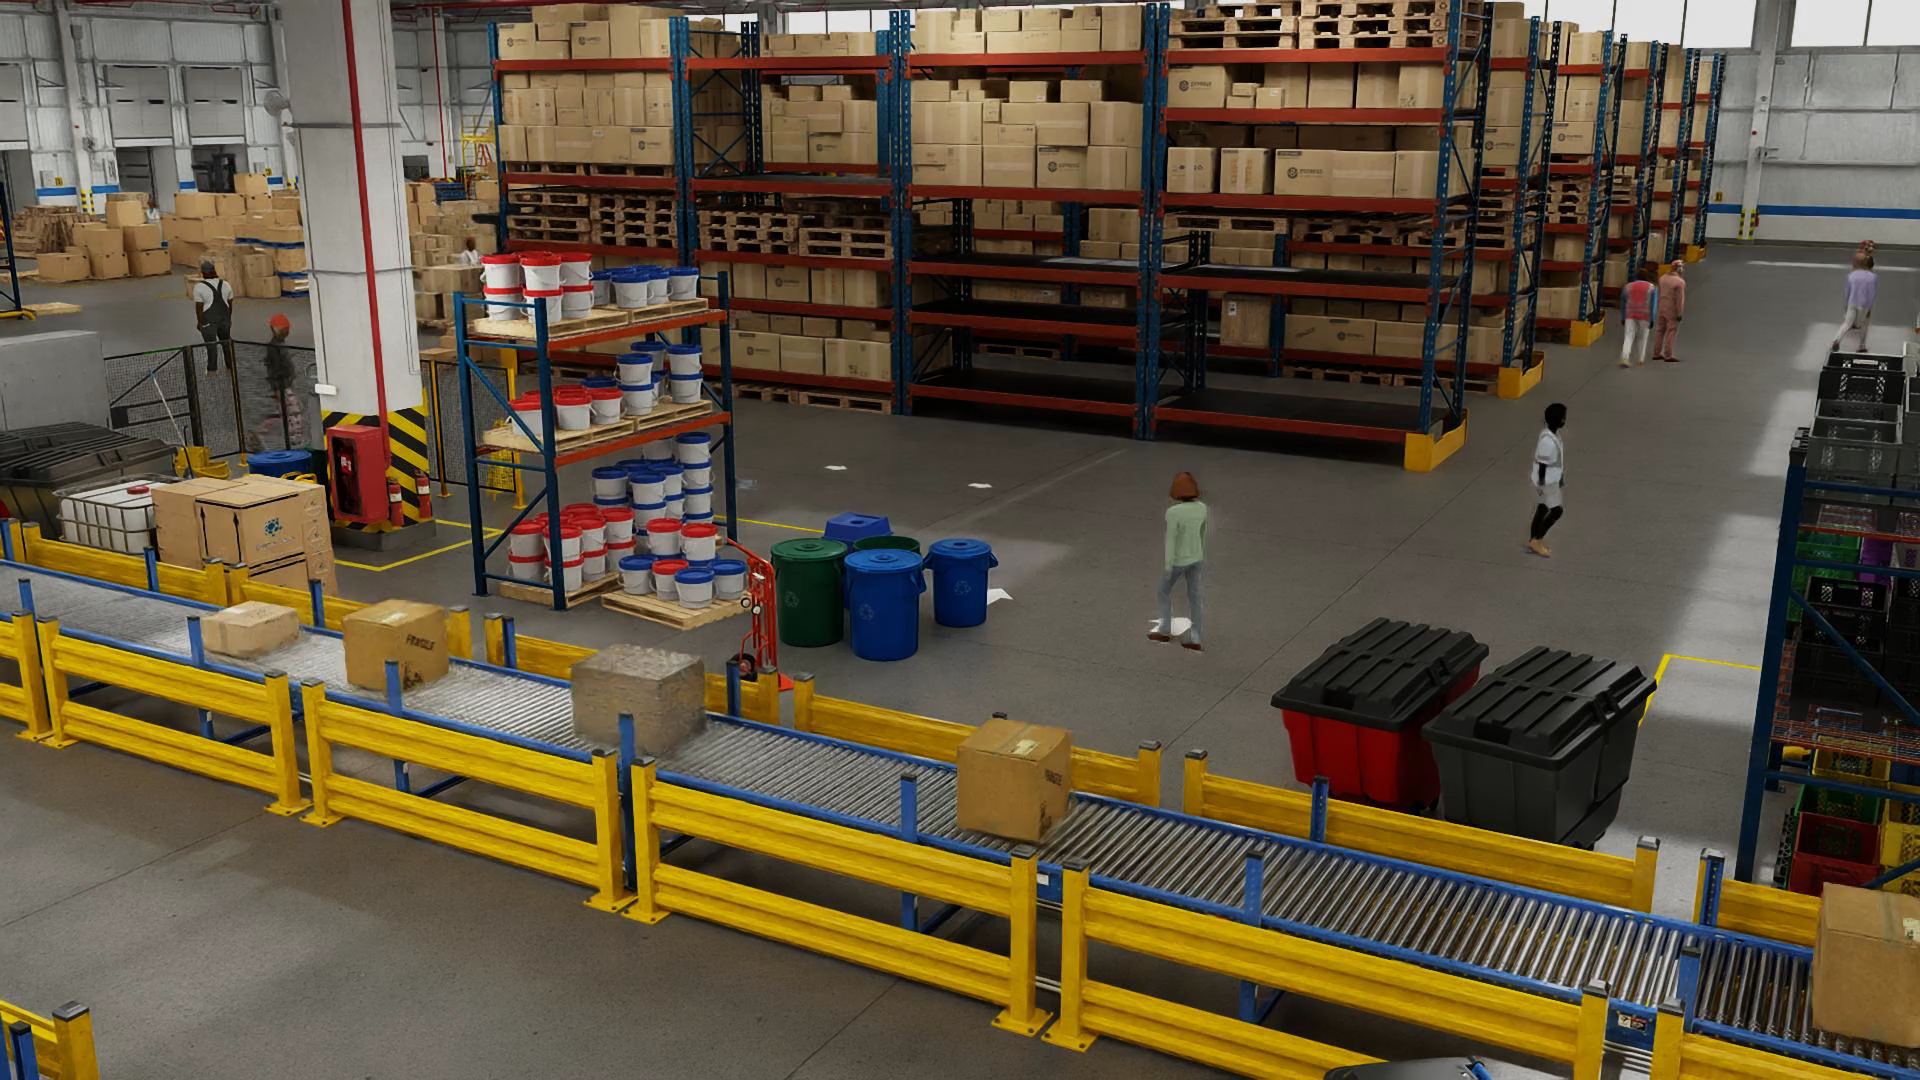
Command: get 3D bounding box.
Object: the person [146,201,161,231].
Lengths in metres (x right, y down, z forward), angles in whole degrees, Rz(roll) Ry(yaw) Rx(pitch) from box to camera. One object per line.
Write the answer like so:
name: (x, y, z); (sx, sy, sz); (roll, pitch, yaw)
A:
person: (-25.741, -10.016, 53.142); (0.543, 1.623, 0.379); (3, 15, 11)

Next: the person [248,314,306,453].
person: (-9.372, -2.127, 22.846); (0.849, 1.972, 0.618); (-5, 16, -17)

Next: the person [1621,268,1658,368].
person: (12.380, -4.046, 30.406); (0.627, 1.799, 0.865); (8, 17, 27)

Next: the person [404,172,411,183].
person: (-22.729, -14.065, 67.917); (0.746, 1.873, 1.045); (-6, 16, -20)

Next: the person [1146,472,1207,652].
person: (1.942, 0.181, 14.846); (0.538, 1.609, 0.661); (-11, 18, -35)

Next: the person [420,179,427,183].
person: (-19.872, -12.513, 62.040); (0.992, 1.899, 0.554); (-9, 17, -30)

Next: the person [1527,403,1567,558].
person: (6.298, -0.636, 17.774); (0.372, 1.682, 0.540); (6, 16, 20)

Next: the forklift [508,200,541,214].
forklift: (-8.750, -5.541, 33.931); (1.873, 2.768, 1.129); (8, 17, 28)

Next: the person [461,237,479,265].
person: (-10.684, -5.727, 36.577); (0.652, 1.858, 0.604); (5, 16, 18)

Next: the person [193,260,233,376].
person: (-13.263, -3.935, 29.502); (0.537, 2.000, 0.682); (11, 18, 35)

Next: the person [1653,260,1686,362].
person: (13.289, -4.276, 31.063); (0.400, 1.901, 0.645); (-5, 16, -17)

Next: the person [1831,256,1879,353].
person: (17.163, -4.483, 31.824); (0.905, 1.908, 0.636); (-9, 17, -31)

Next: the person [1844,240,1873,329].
person: (19.212, -5.453, 35.493); (0.400, 1.897, 0.645); (6, 16, 22)

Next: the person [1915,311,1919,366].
person: (17.304, -3.785, 29.422); (0.602, 1.783, 0.887); (-8, 17, -27)

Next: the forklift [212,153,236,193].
forklift: (-26.967, -12.815, 61.276); (1.873, 2.768, 1.129); (4, 15, 13)

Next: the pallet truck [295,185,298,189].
pallet truck: (-26.804, -14.617, 69.738); (1.885, 1.965, 0.823); (-14, 20, -42)
